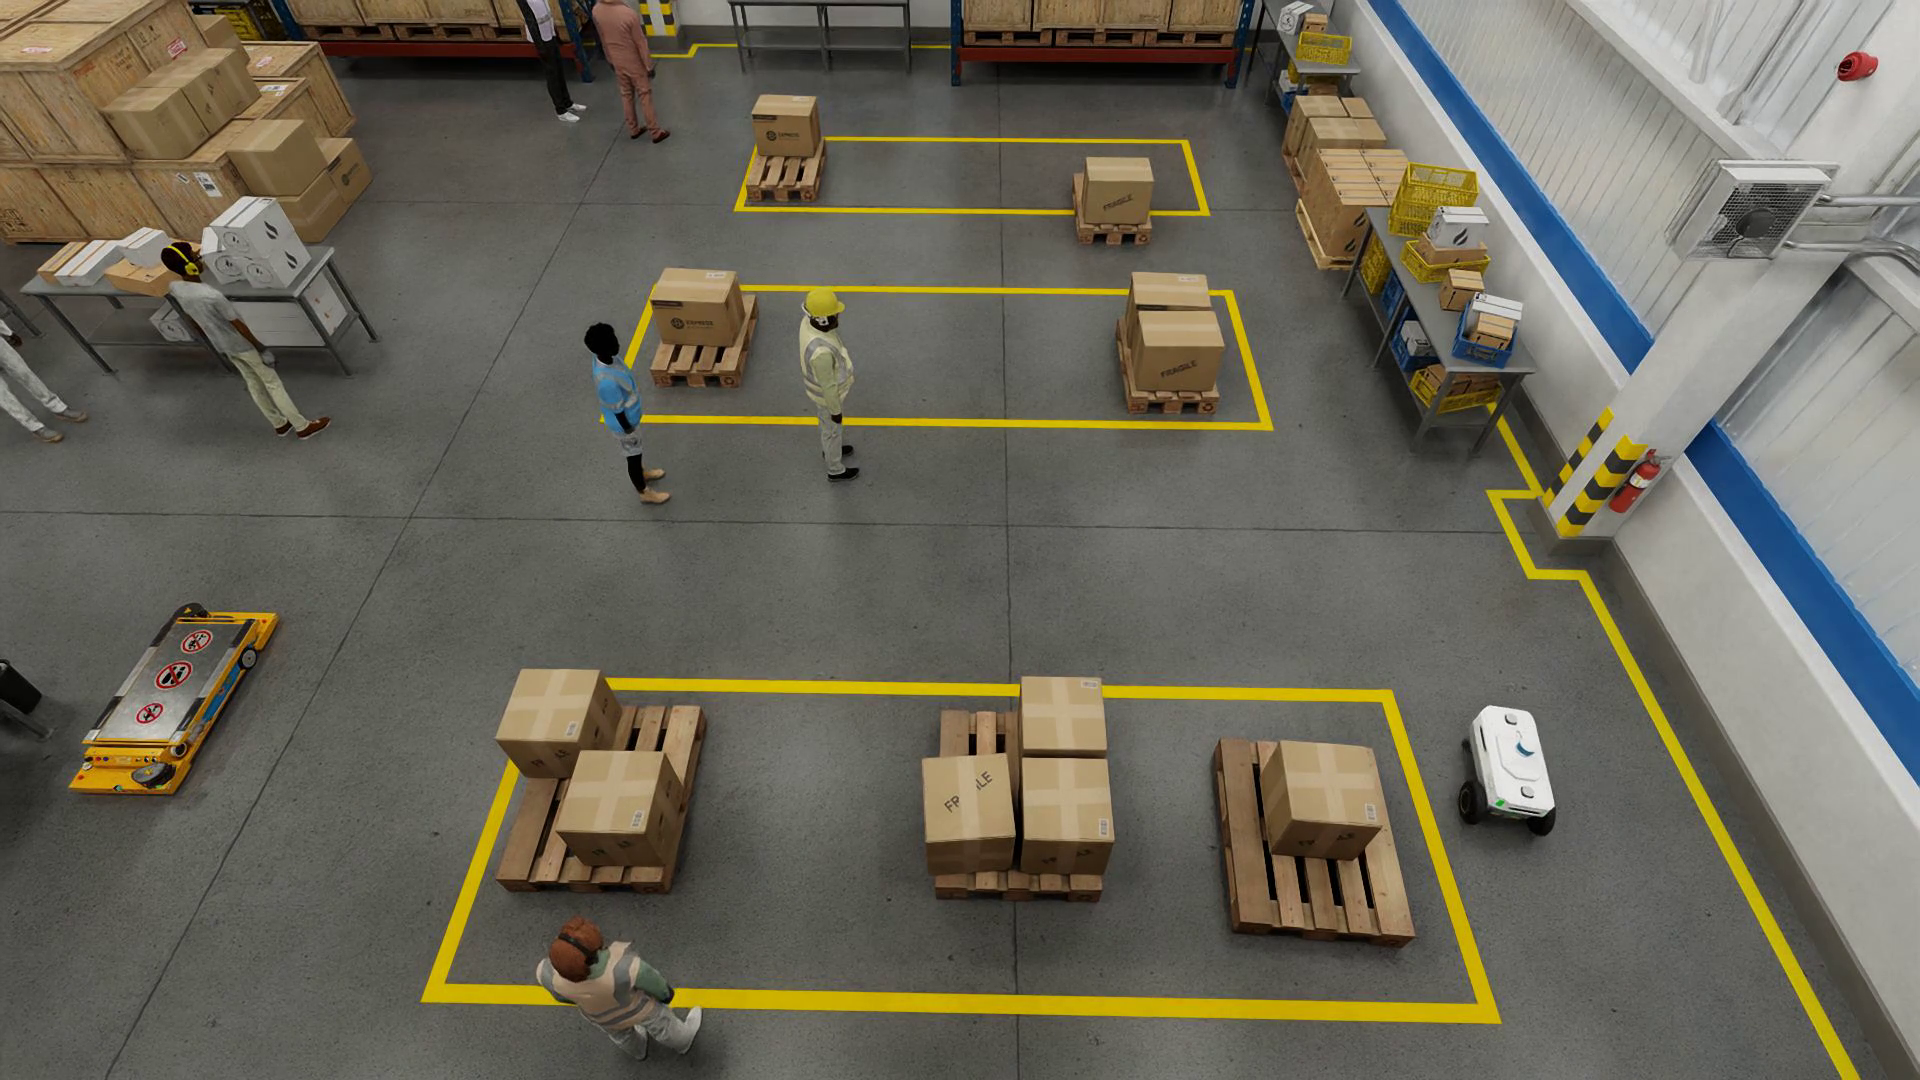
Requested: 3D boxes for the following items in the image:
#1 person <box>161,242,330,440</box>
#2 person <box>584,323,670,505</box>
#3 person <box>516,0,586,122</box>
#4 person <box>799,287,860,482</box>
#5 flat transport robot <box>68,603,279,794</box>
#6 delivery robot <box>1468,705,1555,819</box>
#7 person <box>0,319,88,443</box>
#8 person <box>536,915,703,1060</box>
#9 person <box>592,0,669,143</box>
[{"bbox_3d":[-6.036,-1.630,7.691,0.521,1.865,0.319,12,51,10],"label":"person"},{"bbox_3d":[-2.647,-0.989,7.257,0.317,1.696,0.540,-14,51,-12],"label":"person"},{"bbox_3d":[-5.274,-6.368,11.668,0.392,1.916,0.591,1,50,1],"label":"person"},{"bbox_3d":[-1.049,-1.235,7.385,0.403,1.823,0.596,-11,51,-9],"label":"person"},{"bbox_3d":[-5.504,1.072,6.442,0.652,0.197,1.431,1,50,1],"label":"flat transport robot"},{"bbox_3d":[3.548,1.428,5.897,0.477,0.478,0.707,8,50,7],"label":"delivery robot"},{"bbox_3d":[-8.245,-1.632,7.687,0.358,1.880,0.564,11,51,9],"label":"person"},{"bbox_3d":[-1.680,2.266,4.542,0.514,1.636,0.315,-2,50,-1],"label":"person"},{"bbox_3d":[-4.052,-5.897,11.284,0.652,1.902,0.400,18,52,15],"label":"person"}]
